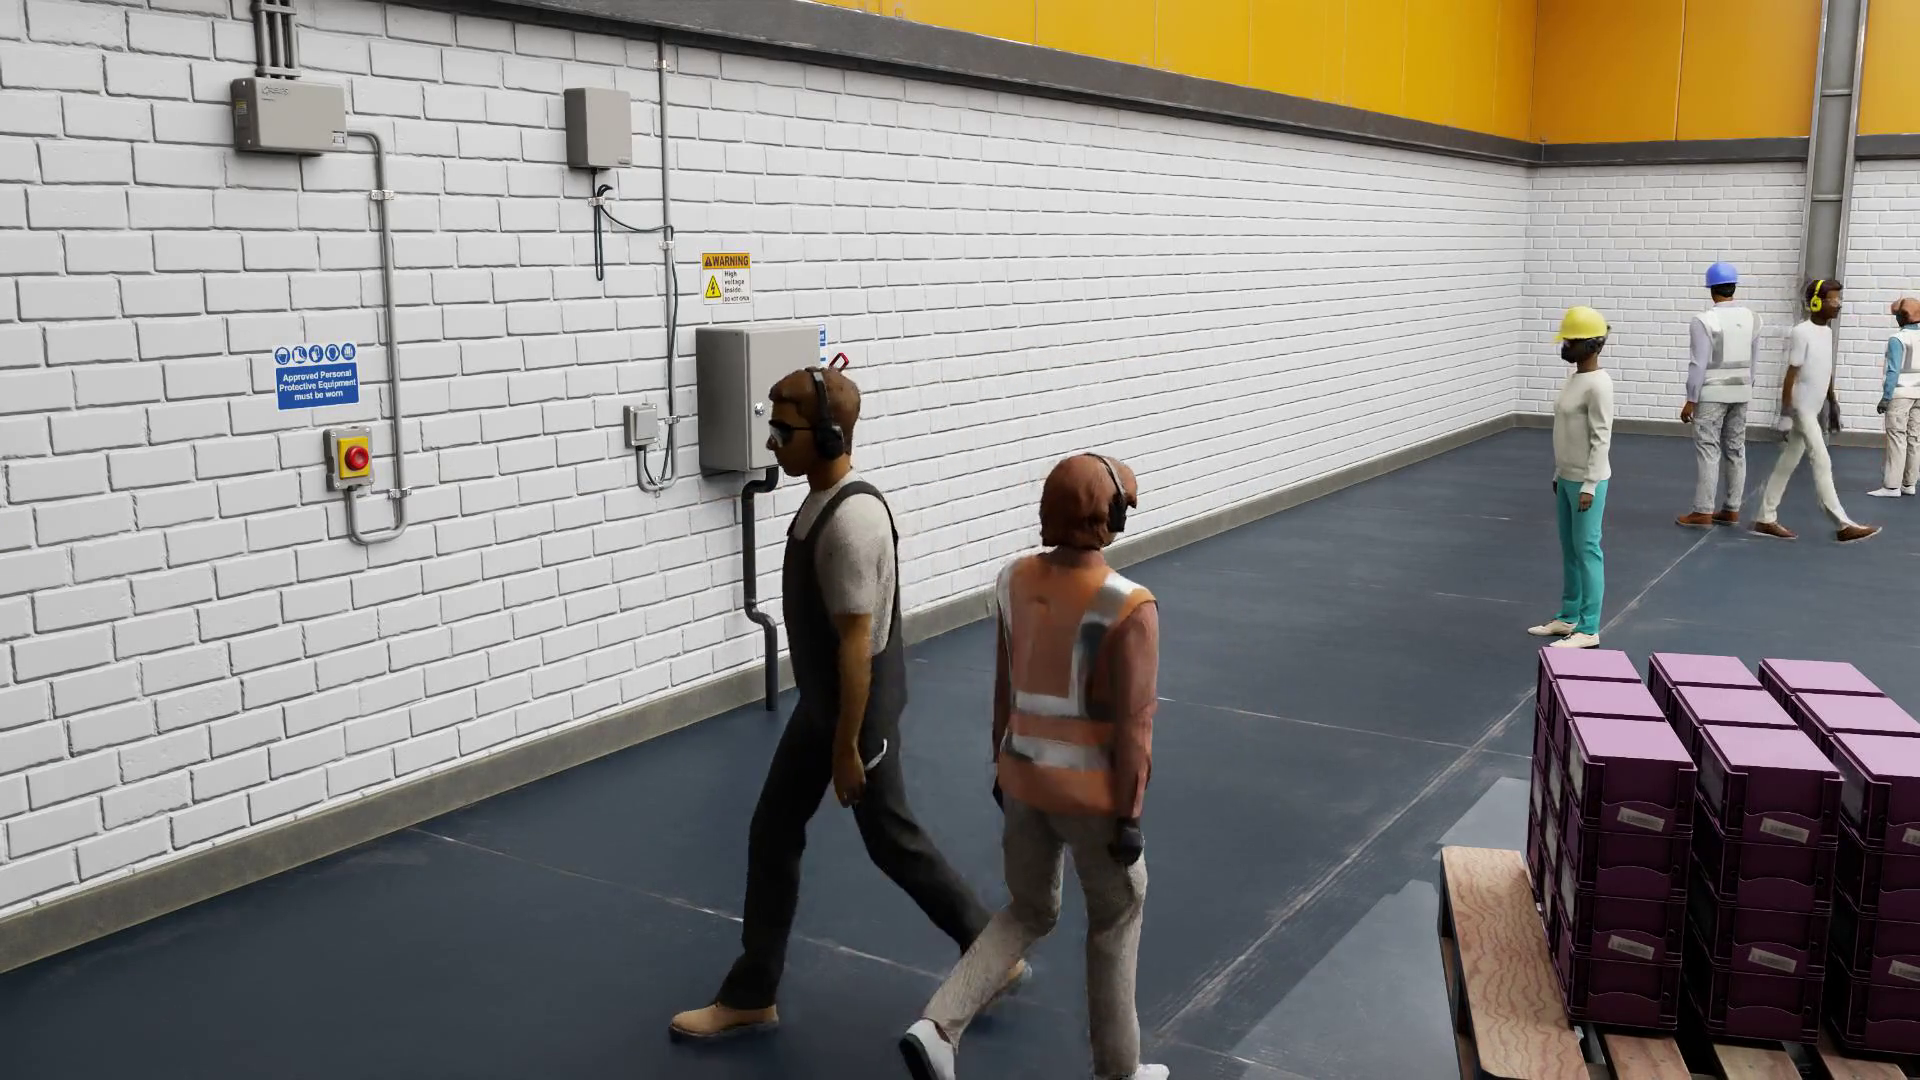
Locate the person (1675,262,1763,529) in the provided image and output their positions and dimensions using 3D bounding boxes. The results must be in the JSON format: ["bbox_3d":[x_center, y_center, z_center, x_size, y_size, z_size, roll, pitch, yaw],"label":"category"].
[{"bbox_3d":[5.528,-1.046,12.136,0.604,1.942,0.402,-4,11,-19],"label":"person"}]

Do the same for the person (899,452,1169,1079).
[{"bbox_3d":[0.187,0.603,3.922,0.644,1.615,0.511,-9,13,-40],"label":"person"}]

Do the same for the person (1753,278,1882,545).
[{"bbox_3d":[5.995,-0.877,11.499,0.914,1.830,0.555,10,14,43],"label":"person"}]

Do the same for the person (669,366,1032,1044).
[{"bbox_3d":[-0.255,0.438,4.341,0.957,1.802,0.516,-3,11,-17],"label":"person"}]

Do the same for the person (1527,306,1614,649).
[{"bbox_3d":[3.175,-0.315,8.578,0.318,1.768,0.523,0,10,2],"label":"person"}]

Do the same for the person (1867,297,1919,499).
[{"bbox_3d":[7.702,-1.156,13.584,0.514,1.640,0.310,-6,12,-30],"label":"person"}]

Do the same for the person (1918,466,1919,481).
[{"bbox_3d":[8.299,-1.226,13.687,0.552,1.741,0.625,-7,12,-34],"label":"person"}]
